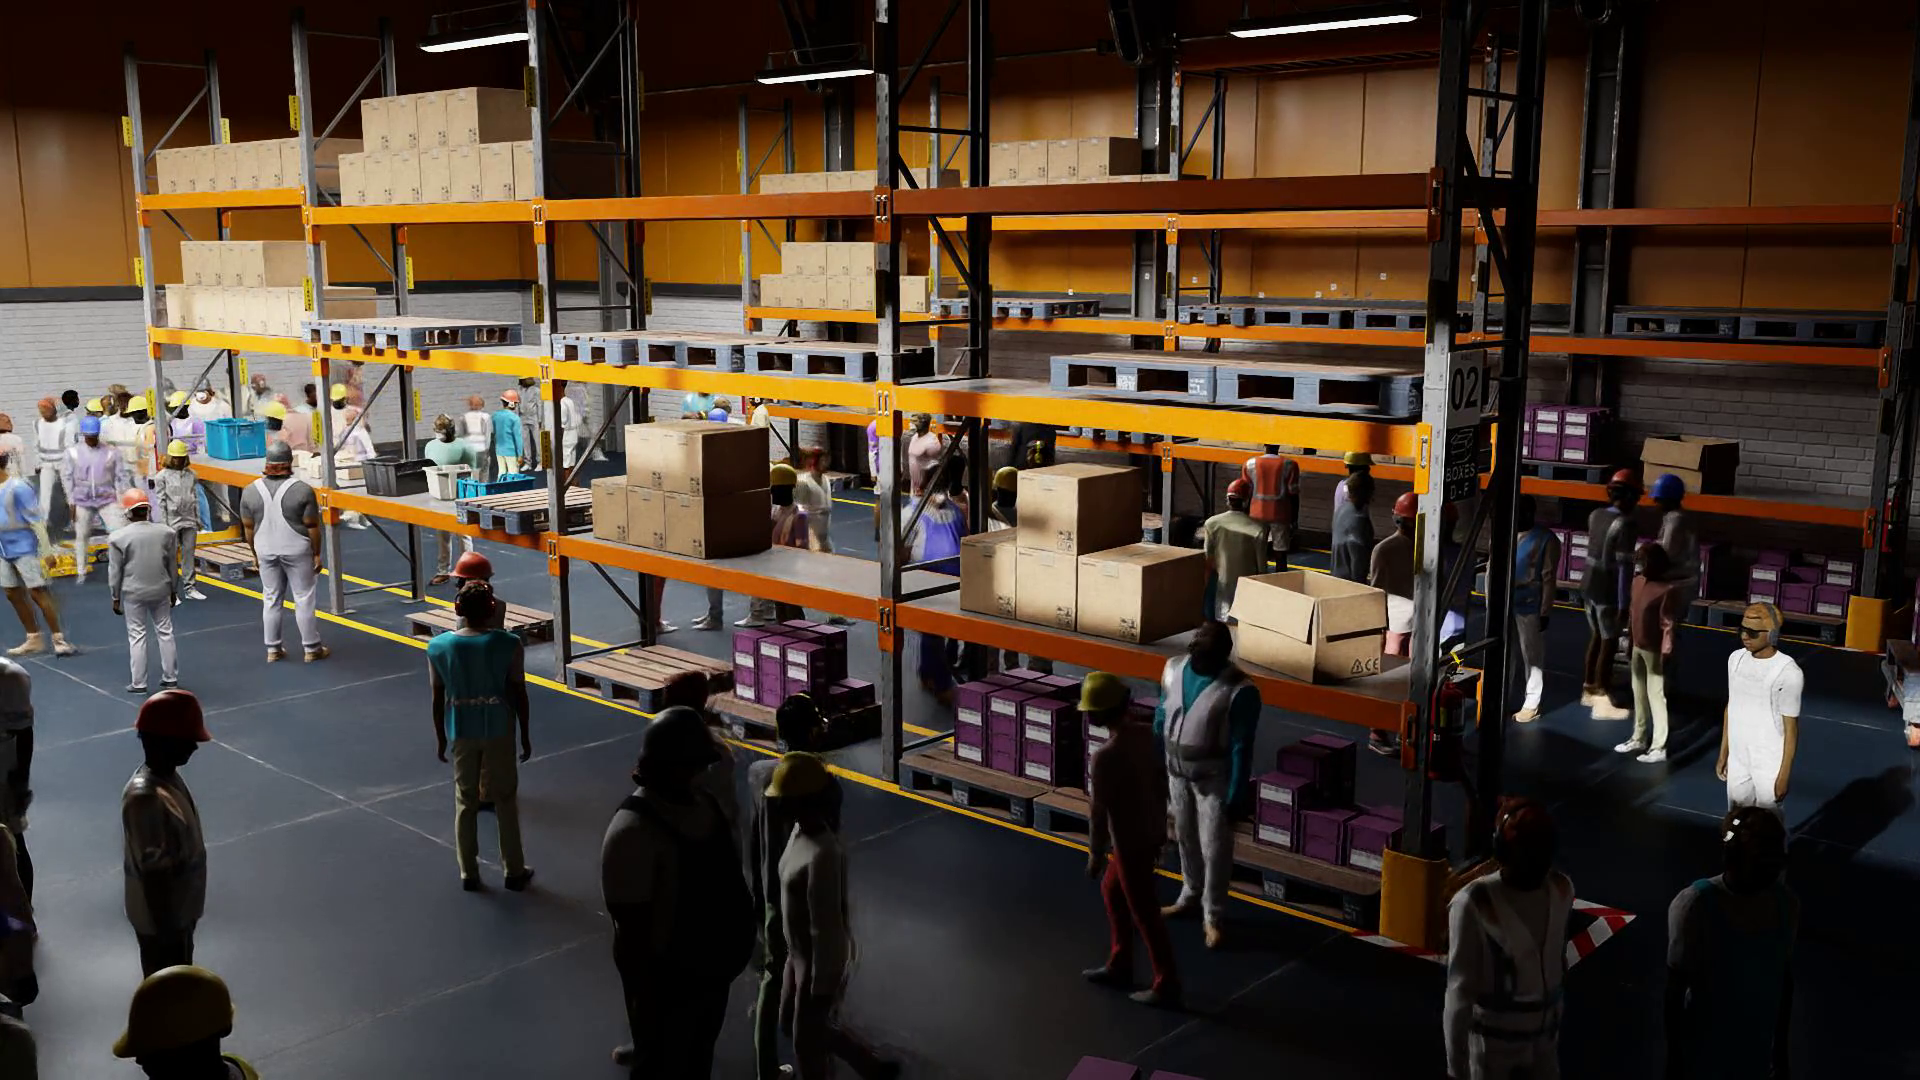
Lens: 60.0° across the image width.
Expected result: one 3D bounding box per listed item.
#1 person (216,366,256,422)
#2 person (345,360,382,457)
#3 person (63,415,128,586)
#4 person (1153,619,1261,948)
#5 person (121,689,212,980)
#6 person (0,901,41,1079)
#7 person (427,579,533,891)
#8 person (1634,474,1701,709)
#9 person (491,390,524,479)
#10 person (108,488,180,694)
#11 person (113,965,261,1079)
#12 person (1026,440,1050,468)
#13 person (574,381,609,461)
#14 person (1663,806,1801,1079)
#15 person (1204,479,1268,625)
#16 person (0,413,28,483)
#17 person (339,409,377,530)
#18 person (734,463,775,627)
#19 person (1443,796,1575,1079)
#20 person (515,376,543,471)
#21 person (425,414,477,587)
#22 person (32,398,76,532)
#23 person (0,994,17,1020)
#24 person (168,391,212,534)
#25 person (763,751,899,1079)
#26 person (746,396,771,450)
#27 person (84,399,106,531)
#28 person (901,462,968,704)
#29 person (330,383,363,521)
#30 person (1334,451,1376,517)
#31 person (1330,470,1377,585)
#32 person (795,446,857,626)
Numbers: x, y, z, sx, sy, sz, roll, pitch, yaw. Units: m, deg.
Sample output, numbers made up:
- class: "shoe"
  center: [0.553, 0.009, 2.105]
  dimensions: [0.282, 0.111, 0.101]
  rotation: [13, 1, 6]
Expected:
- class: "person"
  center: [-11.288, -1.780, 26.059]
  dimensions: [0.612, 1.936, 0.439]
  rotation: [-5, 11, -25]
- class: "person"
  center: [-10.669, -2.415, 29.464]
  dimensions: [0.658, 2.009, 0.706]
  rotation: [-5, 11, -24]
- class: "person"
  center: [-9.644, -0.449, 18.569]
  dimensions: [0.618, 1.942, 0.424]
  rotation: [-5, 11, -24]
- class: "person"
  center: [1.320, 1.294, 9.035]
  dimensions: [0.464, 1.813, 0.684]
  rotation: [-9, 13, -40]
- class: "person"
  center: [-3.337, 1.579, 7.088]
  dimensions: [0.381, 1.927, 0.542]
  rotation: [-3, 11, -18]
- class: "person"
  center: [-2.897, 1.952, 4.916]
  dimensions: [0.611, 1.946, 0.403]
  rotation: [4, 11, 19]
- class: "person"
  center: [-2.800, 1.150, 9.738]
  dimensions: [0.563, 1.847, 0.390]
  rotation: [-1, 10, -4]
- class: "person"
  center: [5.826, 0.420, 13.684]
  dimensions: [0.472, 1.936, 0.632]
  rotation: [4, 11, 21]
- class: "person"
  center: [-6.417, -1.272, 23.740]
  dimensions: [0.574, 1.738, 0.354]
  rotation: [7, 12, 35]
- class: "person"
  center: [-6.919, 0.429, 14.104]
  dimensions: [0.350, 1.744, 0.566]
  rotation: [9, 13, 41]
- class: "person"
  center: [-1.992, 2.046, 4.472]
  dimensions: [0.390, 1.918, 0.588]
  rotation: [-6, 12, -30]
- class: "person"
  center: [0.798, -0.068, 16.573]
  dimensions: [0.311, 1.865, 0.533]
  rotation: [1, 10, 6]
- class: "person"
  center: [-6.659, -2.171, 29.213]
  dimensions: [0.837, 1.599, 0.516]
  rotation: [3, 10, 14]
- class: "person"
  center: [2.746, 1.825, 5.967]
  dimensions: [0.503, 1.837, 0.350]
  rotation: [-2, 10, -13]
- class: "person"
  center: [2.426, 0.331, 14.633]
  dimensions: [0.572, 1.749, 0.343]
  rotation: [4, 11, 21]
- class: "person"
  center: [-12.294, -0.817, 21.458]
  dimensions: [0.499, 1.634, 0.279]
  rotation: [-1, 10, -8]
- class: "person"
  center: [-8.035, -0.944, 22.228]
  dimensions: [0.608, 1.618, 0.497]
  rotation: [6, 12, 32]
- class: "person"
  center: [-2.046, -0.091, 16.571]
  dimensions: [0.408, 1.913, 0.641]
  rotation: [3, 11, 18]
- class: "person"
  center: [1.935, 1.797, 6.086]
  dimensions: [0.580, 1.859, 0.849]
  rotation: [-5, 11, -27]
- class: "person"
  center: [-7.255, -2.017, 27.971]
  dimensions: [0.490, 1.734, 0.326]
  rotation: [2, 10, 13]
- class: "person"
  center: [-5.663, -0.439, 18.478]
  dimensions: [0.627, 1.934, 0.371]
  rotation: [3, 10, 14]
- class: "person"
  center: [-11.843, -0.953, 21.696]
  dimensions: [0.639, 1.816, 1.018]
  rotation: [0, 10, 0]
- class: "person"
  center: [-3.070, 1.944, 5.057]
  dimensions: [0.590, 1.916, 0.398]
  rotation: [3, 10, 15]
- class: "person"
  center: [-10.023, -0.978, 21.581]
  dimensions: [0.591, 1.918, 0.391]
  rotation: [6, 12, 31]
- class: "person"
  center: [-0.543, 1.713, 6.849]
  dimensions: [0.541, 1.753, 0.562]
  rotation: [-3, 10, -16]
- class: "person"
  center: [-2.956, -1.385, 24.380]
  dimensions: [0.355, 1.739, 0.573]
  rotation: [-2, 10, -9]
- class: "person"
  center: [-11.481, -1.005, 22.177]
  dimensions: [0.342, 1.759, 0.528]
  rotation: [-6, 11, -29]
- class: "person"
  center: [-0.113, 0.329, 13.830]
  dimensions: [0.687, 2.000, 0.949]
  rotation: [-9, 13, -42]
- class: "person"
  center: [-8.530, -1.205, 22.871]
  dimensions: [0.625, 1.901, 0.561]
  rotation: [3, 10, 15]
- class: "person"
  center: [3.679, 0.074, 15.595]
  dimensions: [0.365, 1.928, 0.586]
  rotation: [0, 10, 2]
- class: "person"
  center: [3.259, 0.380, 13.834]
  dimensions: [0.355, 1.936, 0.635]
  rotation: [0, 10, -1]
- class: "person"
  center: [-1.441, -0.034, 16.510]
  dimensions: [0.722, 1.819, 0.579]
  rotation: [5, 11, 24]
